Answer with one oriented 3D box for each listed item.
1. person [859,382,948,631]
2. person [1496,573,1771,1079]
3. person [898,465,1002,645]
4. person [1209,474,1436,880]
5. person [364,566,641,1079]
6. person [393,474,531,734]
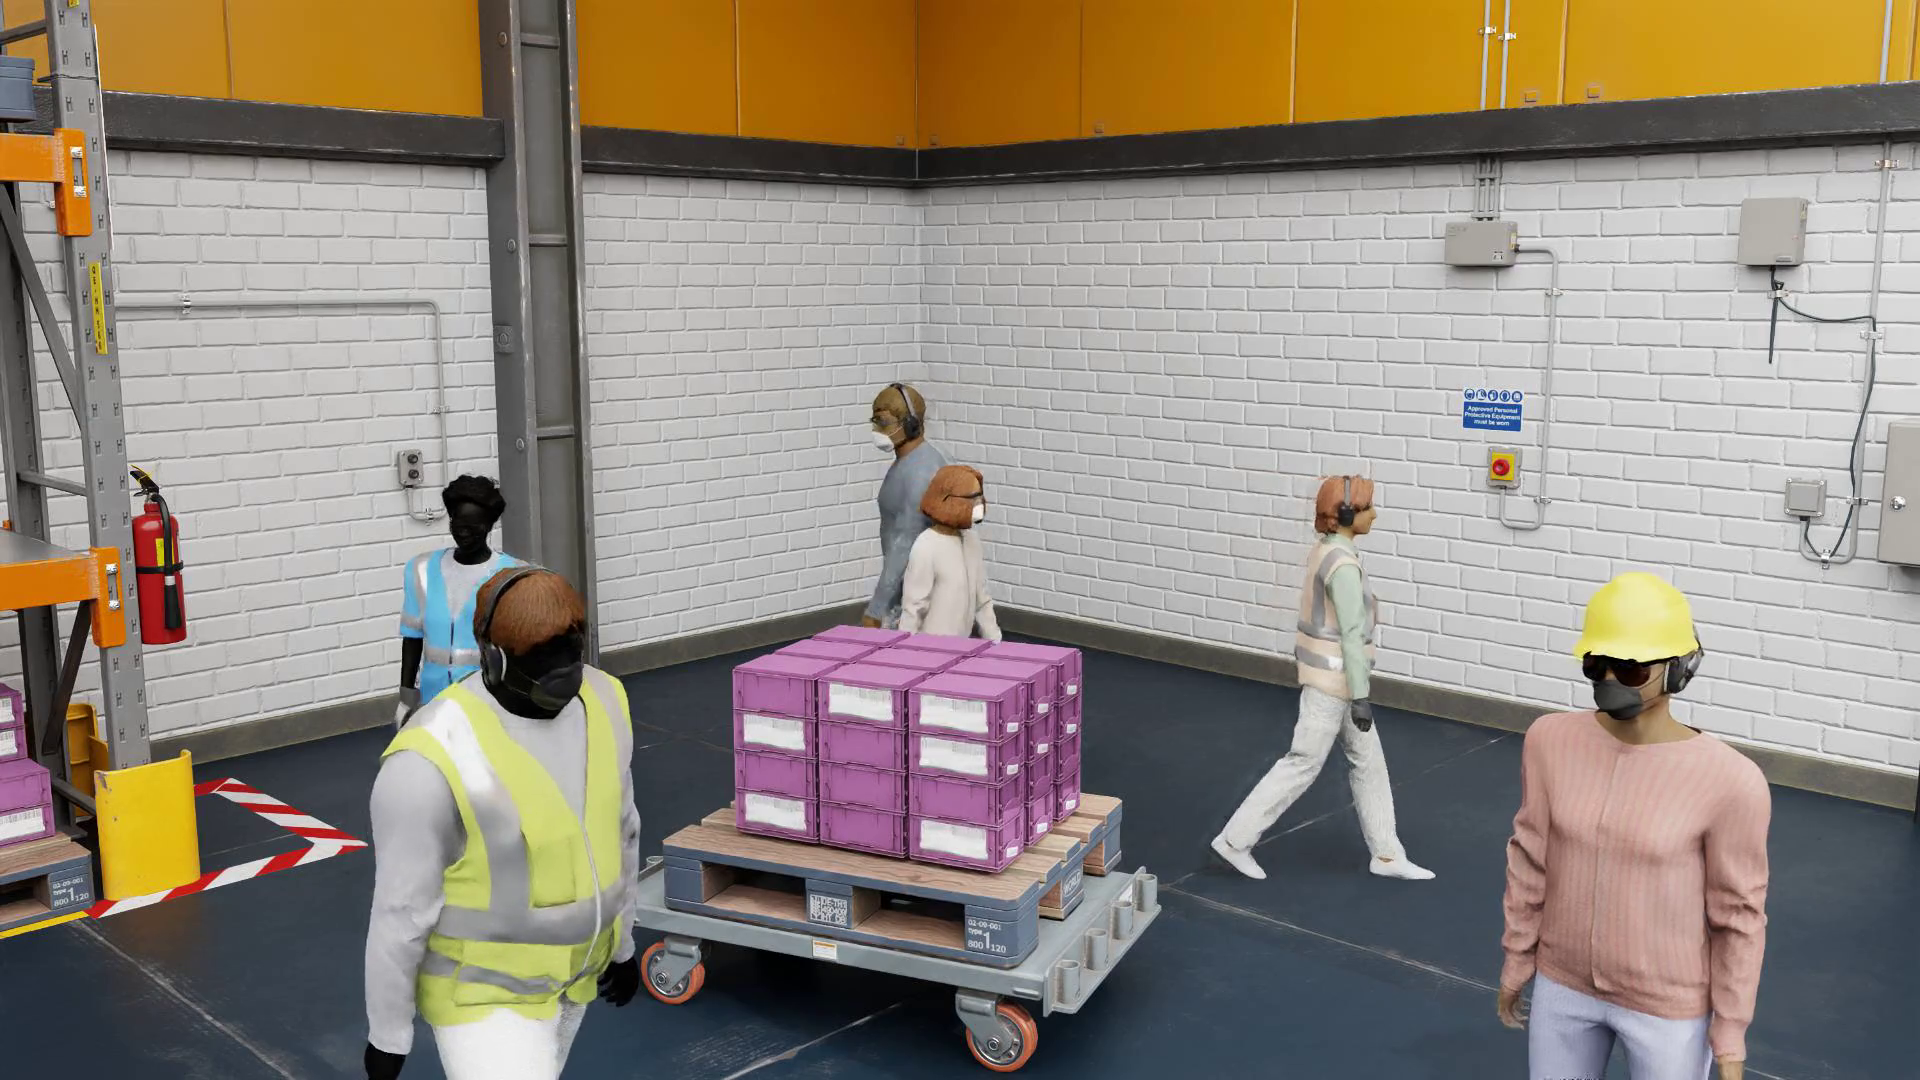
[{"bbox_3d":[-0.308,0.283,7.075,0.976,1.884,0.619,-2,9,-12],"label":"person"},{"bbox_3d":[1.352,0.938,3.418,0.337,1.766,0.543,-9,13,-42],"label":"person"},{"bbox_3d":[-0.059,0.475,6.778,0.910,1.581,0.517,4,10,23],"label":"person"},{"bbox_3d":[1.390,0.542,6.359,0.855,1.607,0.519,1,9,8],"label":"person"},{"bbox_3d":[-0.972,0.916,3.516,0.709,1.794,0.646,5,10,26],"label":"person"},{"bbox_3d":[-1.723,0.564,6.048,0.525,1.663,0.833,2,10,13],"label":"person"}]
